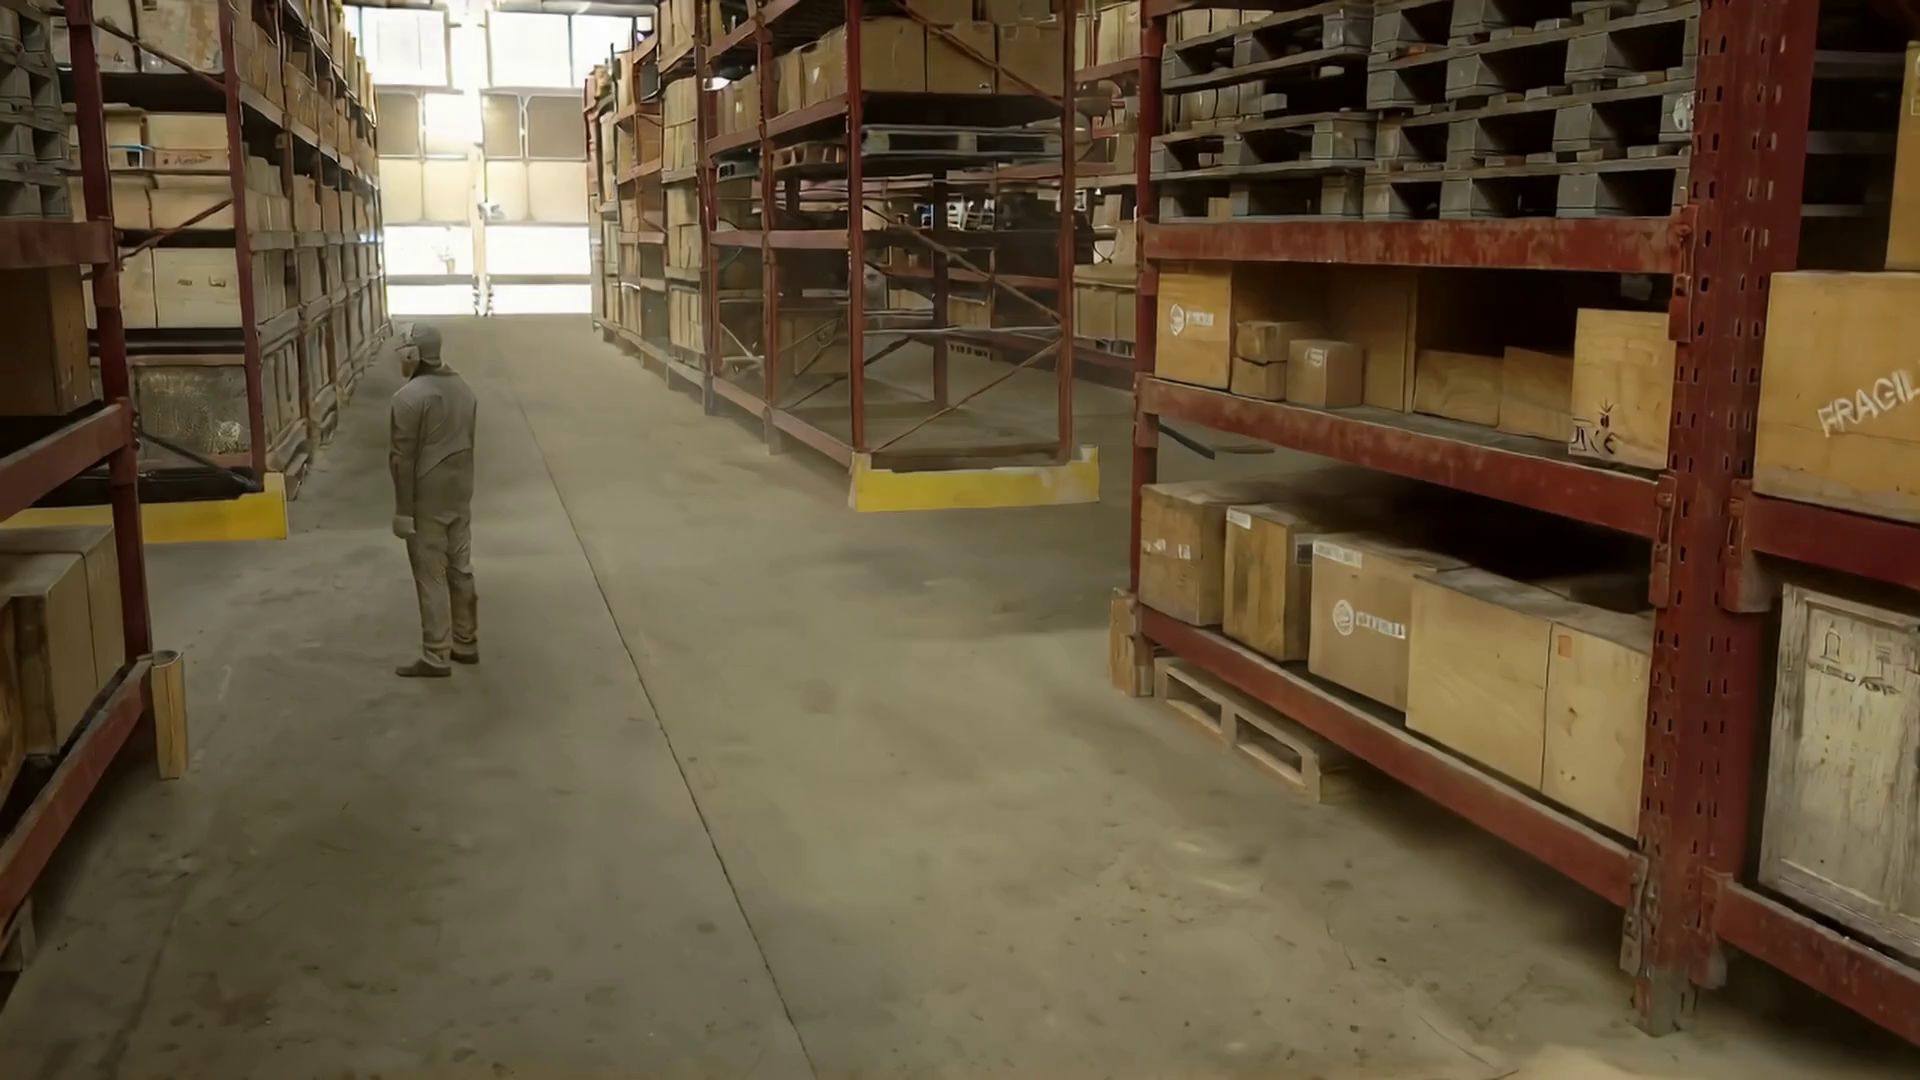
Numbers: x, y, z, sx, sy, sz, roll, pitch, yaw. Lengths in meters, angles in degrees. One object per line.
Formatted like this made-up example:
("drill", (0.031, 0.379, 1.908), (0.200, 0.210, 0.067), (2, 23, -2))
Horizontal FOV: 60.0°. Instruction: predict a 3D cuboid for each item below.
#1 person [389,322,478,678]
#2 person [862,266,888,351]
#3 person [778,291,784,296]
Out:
("person", (-2.849, -0.216, 8.957), (0.399, 1.900, 0.643), (2, 11, 12))
("person", (-1.855, -4.815, 34.493), (0.599, 1.785, 0.906), (-7, 12, -33))
("person", (-4.468, -6.180, 41.534), (0.631, 1.945, 1.010), (-4, 11, -22))
